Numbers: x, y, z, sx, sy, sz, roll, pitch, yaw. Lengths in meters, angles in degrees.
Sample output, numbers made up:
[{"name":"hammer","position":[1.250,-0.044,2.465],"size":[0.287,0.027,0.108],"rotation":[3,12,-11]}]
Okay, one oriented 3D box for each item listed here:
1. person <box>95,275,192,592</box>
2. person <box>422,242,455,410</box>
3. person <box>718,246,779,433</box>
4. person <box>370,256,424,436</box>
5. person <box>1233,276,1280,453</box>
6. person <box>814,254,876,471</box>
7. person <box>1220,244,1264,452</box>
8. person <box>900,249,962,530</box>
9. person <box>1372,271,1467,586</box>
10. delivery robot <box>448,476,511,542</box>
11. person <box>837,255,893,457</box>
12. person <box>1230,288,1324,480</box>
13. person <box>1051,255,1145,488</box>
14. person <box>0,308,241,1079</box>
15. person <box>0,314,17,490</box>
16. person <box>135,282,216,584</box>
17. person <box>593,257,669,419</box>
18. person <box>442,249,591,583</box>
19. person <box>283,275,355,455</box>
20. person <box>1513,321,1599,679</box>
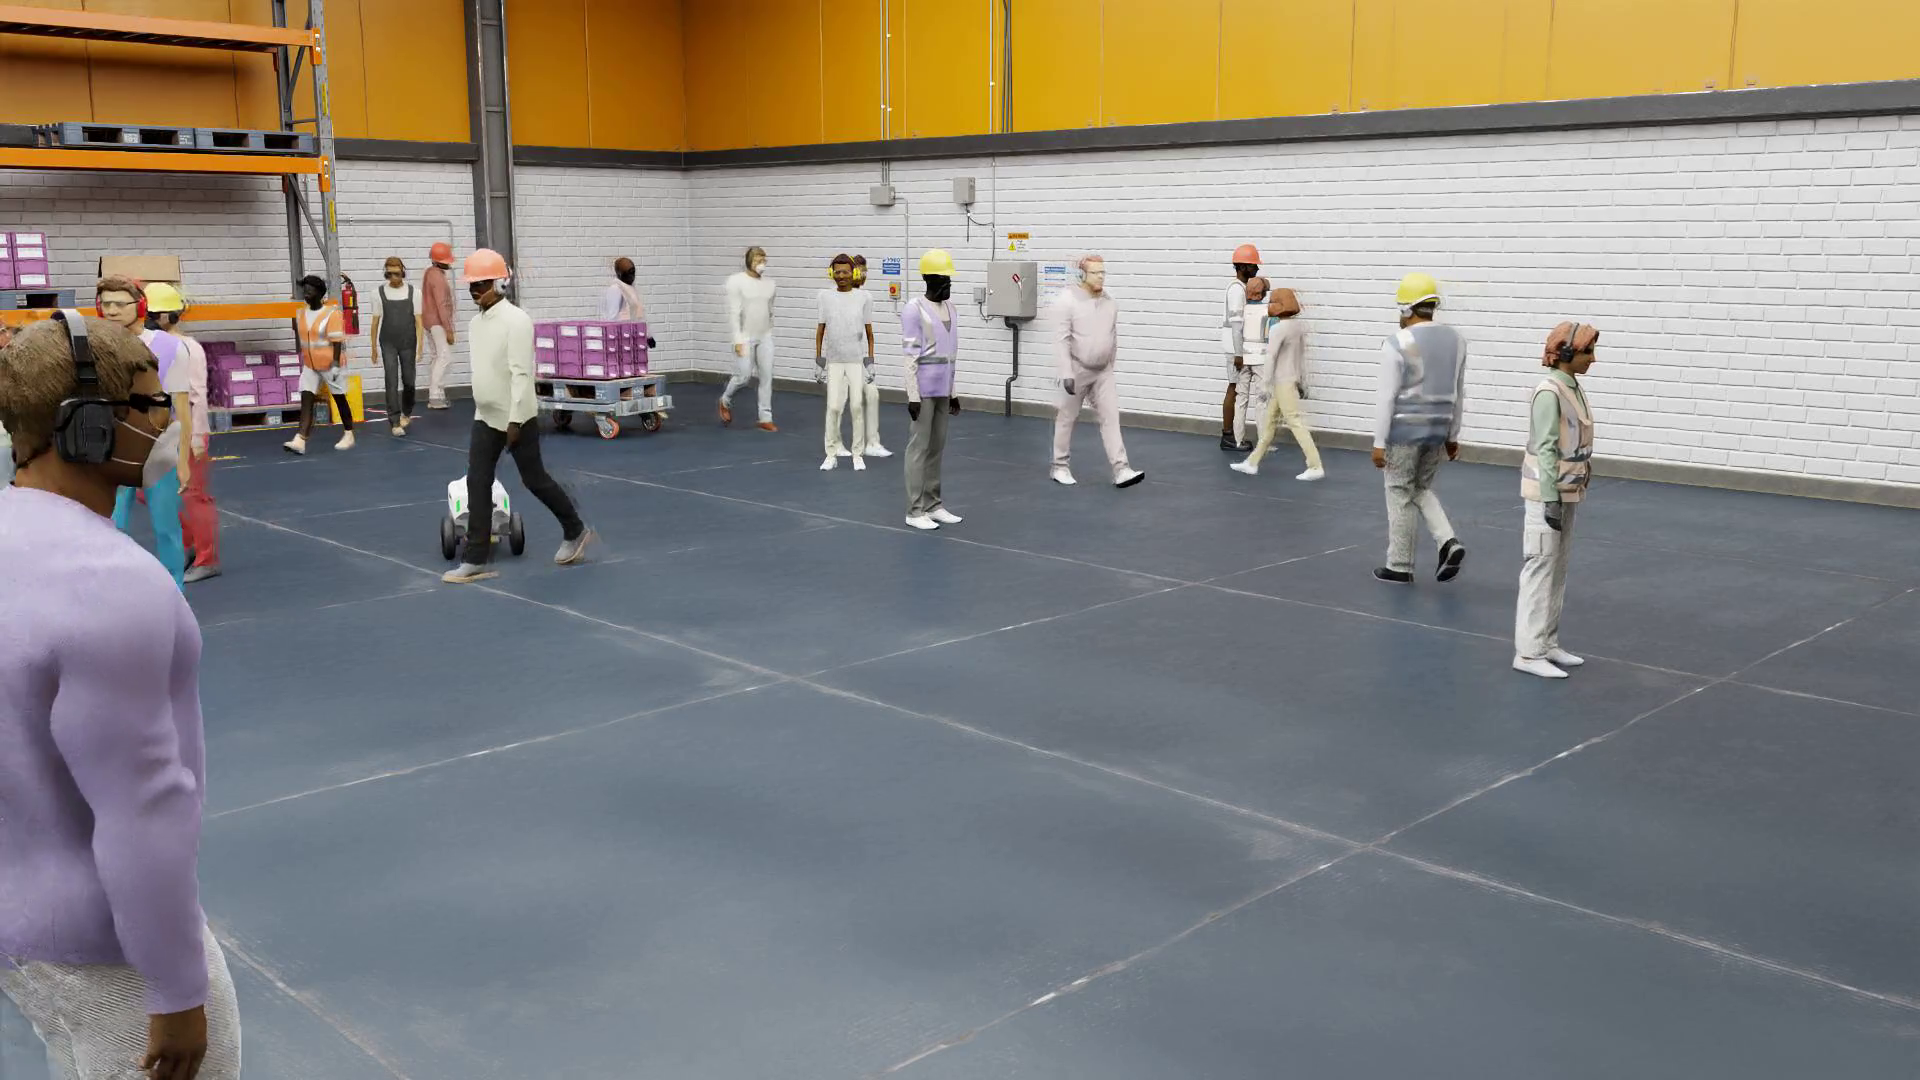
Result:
[{"name":"person","position":[-4.112,-0.398,8.298],"size":[0.569,1.822,0.646],"rotation":[-1,10,-7]},{"name":"person","position":[-6.092,-2.496,19.451],"size":[0.378,1.942,0.703],"rotation":[-5,12,-27]},{"name":"person","position":[-2.182,-2.073,17.188],"size":[0.624,1.922,0.757],"rotation":[-9,14,-41]},{"name":"person","position":[-5.757,-1.992,17.010],"size":[0.519,1.823,0.716],"rotation":[-5,11,-24]},{"name":"person","position":[2.749,-1.636,15.554],"size":[0.515,1.641,0.315],"rotation":[7,13,35]},{"name":"person","position":[-0.992,-1.523,14.329],"size":[0.534,1.865,0.311],"rotation":[0,10,1]},{"name":"person","position":[2.656,-1.807,15.681],"size":[0.375,1.935,0.550],"rotation":[2,11,10]},{"name":"person","position":[-0.181,-1.046,11.555],"size":[0.385,1.928,0.589],"rotation":[6,12,32]},{"name":"person","position":[2.615,-0.611,9.475],"size":[0.613,1.818,0.512],"rotation":[-6,12,-28]},{"name":"delivery robot","position":[-3.089,-0.243,10.667],"size":[0.477,0.478,0.707],"rotation":[-4,11,-20]},{"name":"person","position":[-0.927,-1.650,15.099],"size":[0.808,1.841,0.535],"rotation":[10,14,42]},{"name":"person","position":[2.681,-1.299,13.850],"size":[0.882,1.585,0.512],"rotation":[7,12,33]},{"name":"person","position":[1.065,-1.329,13.294],"size":[0.654,1.859,0.988],"rotation":[-6,12,-29]},{"name":"person","position":[-1.378,0.607,2.570],"size":[0.754,1.921,0.641],"rotation":[-10,14,-43]},{"name":"person","position":[-5.678,-0.548,9.736],"size":[0.507,1.601,0.806],"rotation":[5,12,26]},{"name":"person","position":[-4.571,-0.611,9.662],"size":[0.554,1.752,0.387],"rotation":[5,12,25]},{"name":"person","position":[-3.722,-2.211,18.315],"size":[0.932,1.789,0.640],"rotation":[1,10,4]},{"name":"person","position":[-2.651,-0.752,9.912],"size":[0.610,1.962,0.998],"rotation":[8,13,37]},{"name":"person","position":[-5.951,-1.621,15.429],"size":[0.545,1.641,0.886],"rotation":[3,11,17]},{"name":"person","position":[2.750,-0.190,7.696],"size":[0.310,1.634,0.524],"rotation":[7,13,35]}]
